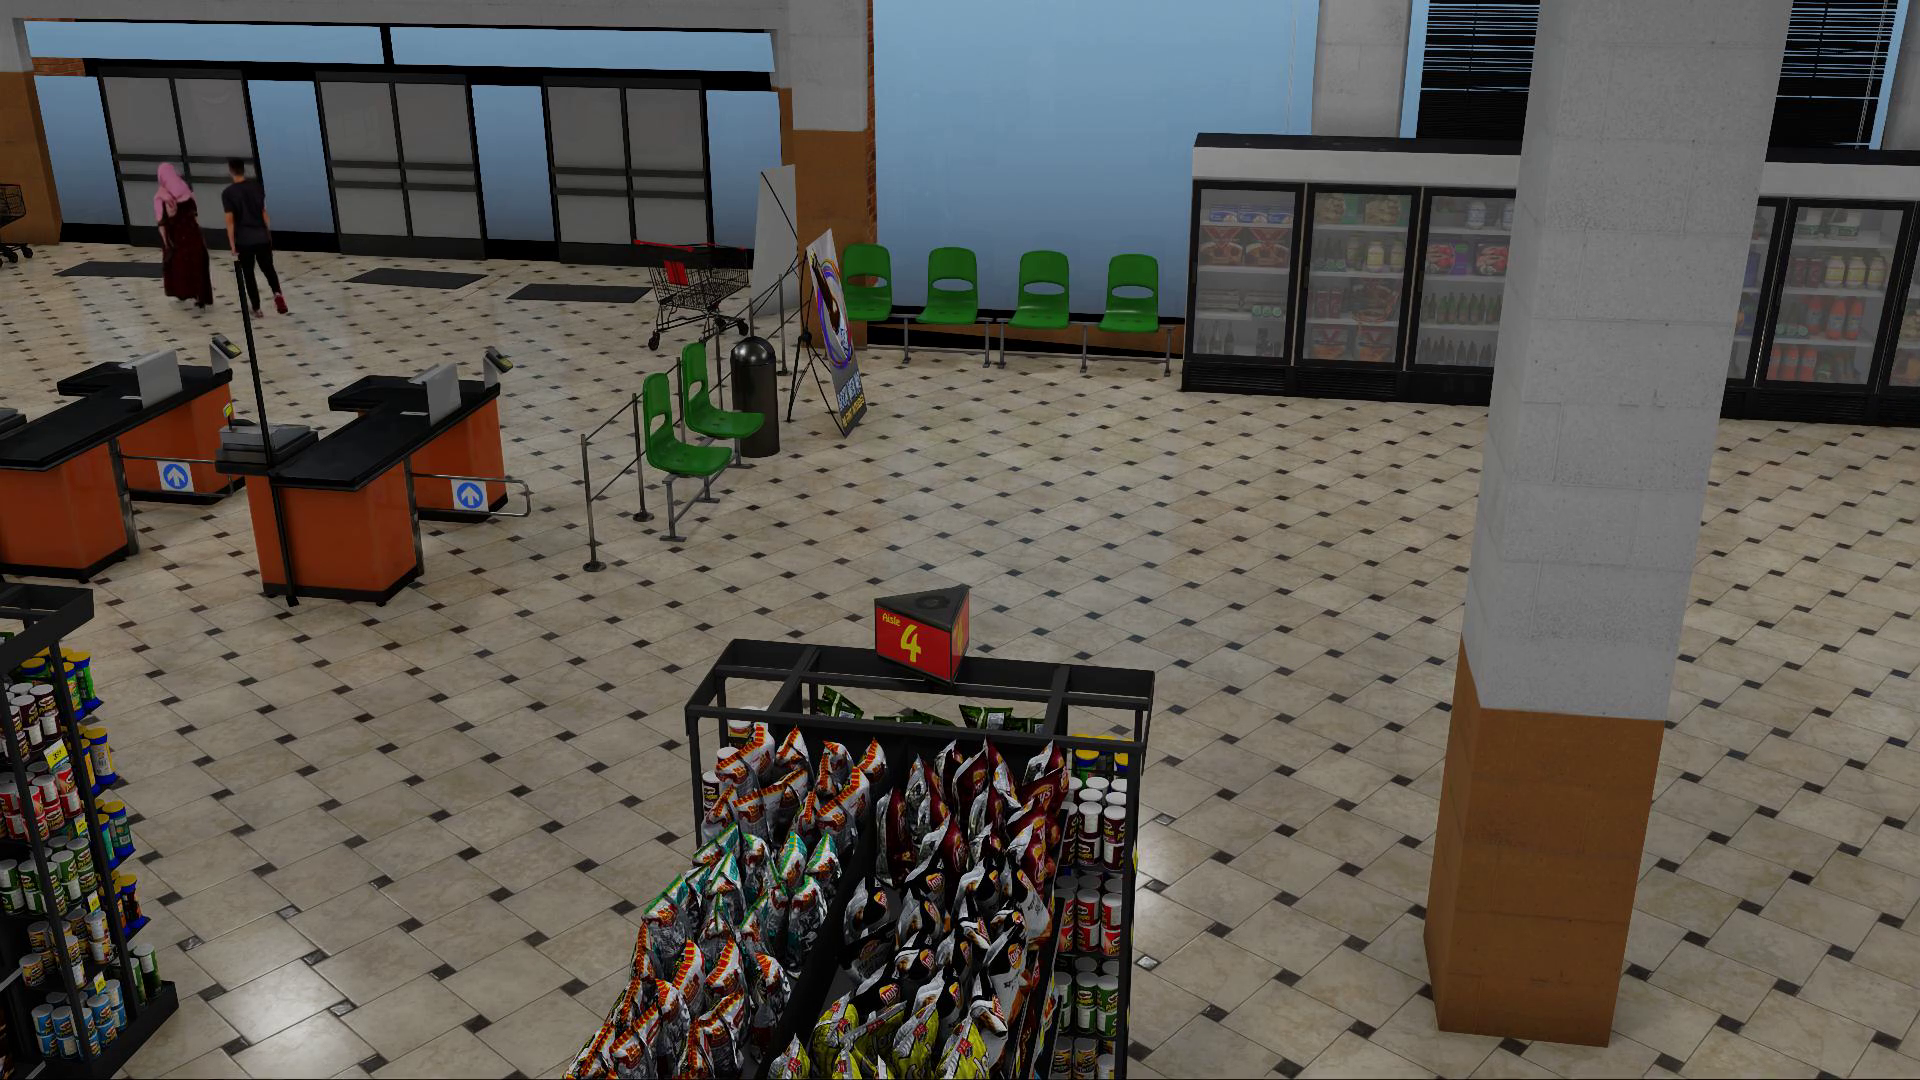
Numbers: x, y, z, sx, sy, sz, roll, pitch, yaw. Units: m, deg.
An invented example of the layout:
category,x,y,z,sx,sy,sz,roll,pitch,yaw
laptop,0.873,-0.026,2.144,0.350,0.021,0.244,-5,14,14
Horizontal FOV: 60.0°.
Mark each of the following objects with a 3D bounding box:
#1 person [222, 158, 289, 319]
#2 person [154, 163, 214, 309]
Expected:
category,x,y,z,sx,sy,sz,roll,pitch,yaw
person,-7.657,-3.246,18.074,1.008,1.749,1.030,-19,28,-39
person,-8.654,-3.355,18.557,1.091,1.590,1.117,-16,27,-35
